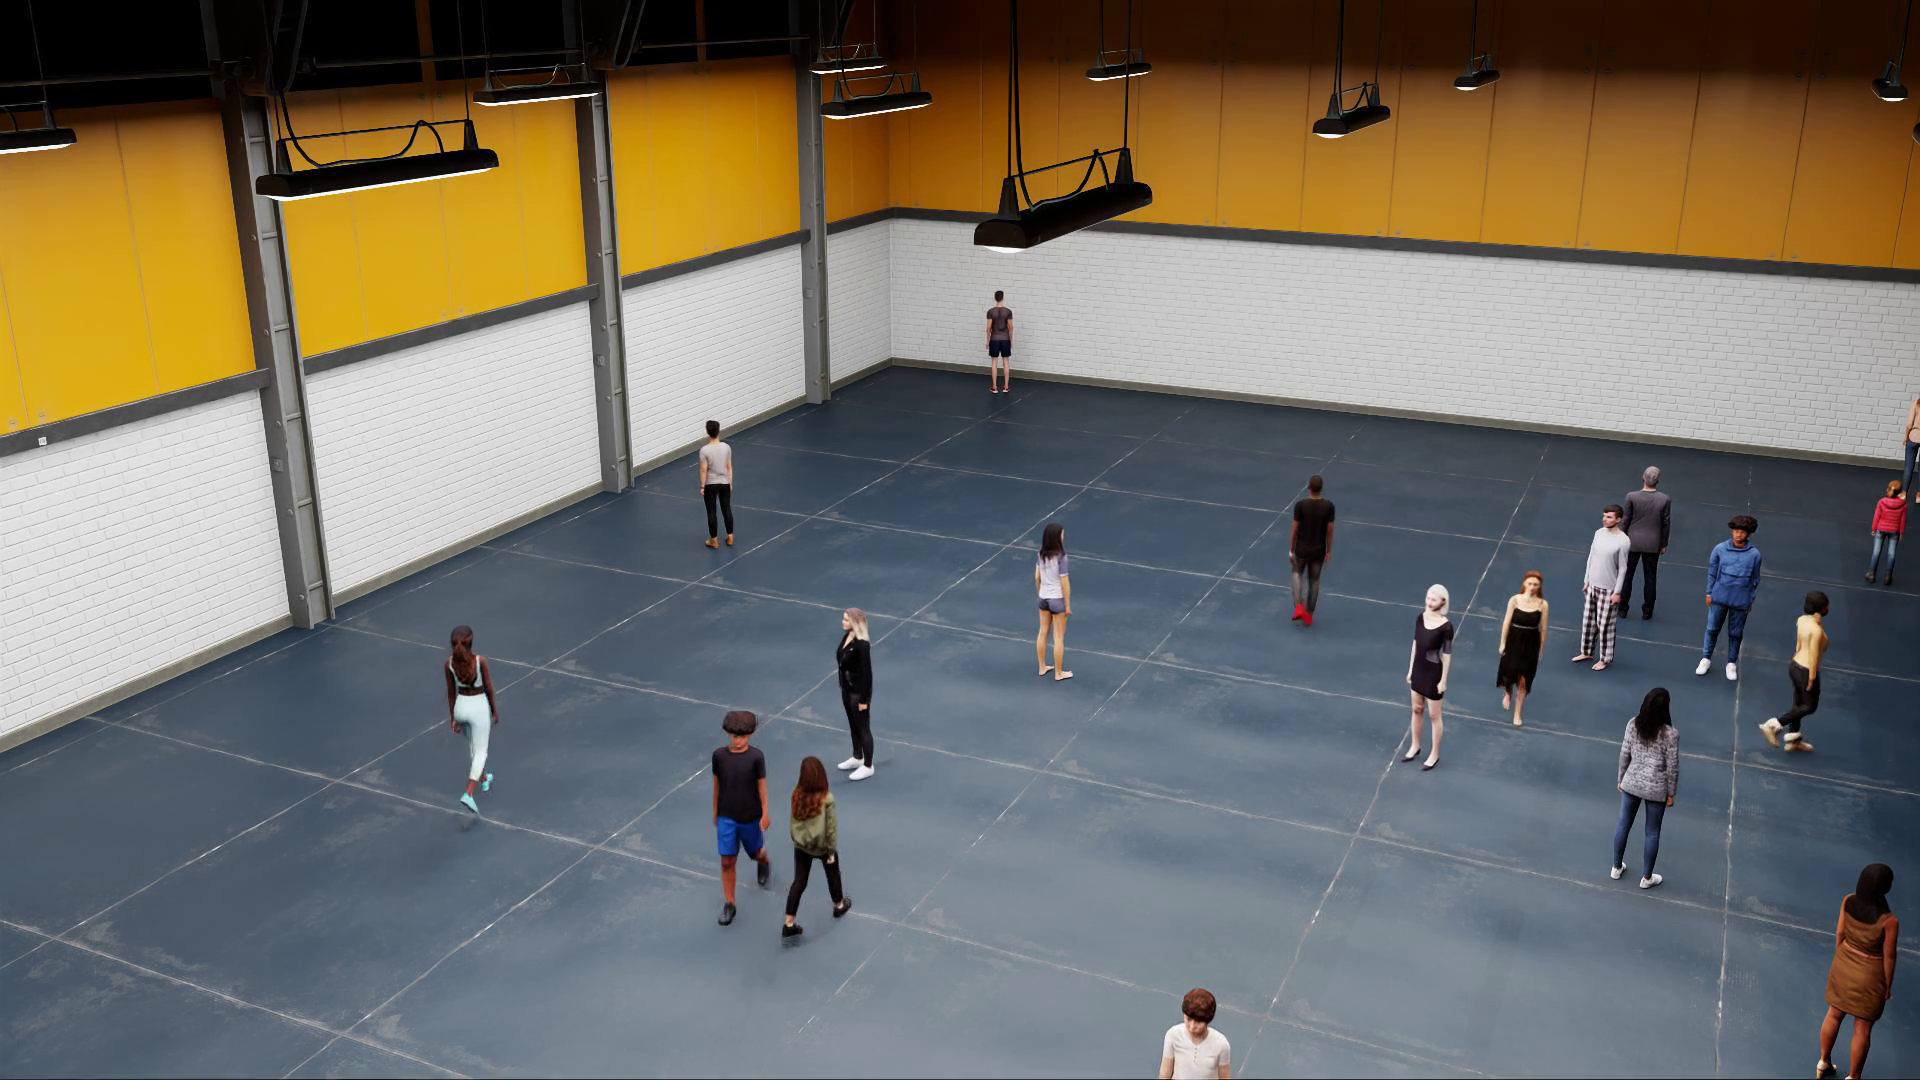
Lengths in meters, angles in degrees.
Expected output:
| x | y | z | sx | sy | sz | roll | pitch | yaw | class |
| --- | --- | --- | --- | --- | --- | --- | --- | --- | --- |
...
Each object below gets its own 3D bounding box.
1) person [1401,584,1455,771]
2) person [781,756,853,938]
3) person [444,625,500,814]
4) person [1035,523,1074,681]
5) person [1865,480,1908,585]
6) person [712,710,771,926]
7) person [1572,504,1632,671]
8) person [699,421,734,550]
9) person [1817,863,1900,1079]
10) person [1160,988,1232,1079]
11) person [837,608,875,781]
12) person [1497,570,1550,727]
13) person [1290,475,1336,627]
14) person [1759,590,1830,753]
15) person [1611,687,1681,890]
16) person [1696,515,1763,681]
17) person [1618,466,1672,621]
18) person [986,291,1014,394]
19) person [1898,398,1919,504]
| x | y | z | sx | sy | sz | roll | pitch | yaw | class |
| --- | --- | --- | --- | --- | --- | --- | --- | --- | --- |
| 4.454 | 1.283 | 15.776 | 0.635 | 1.831 | 0.636 | -13 | 23 | -34 | person |
| -1.189 | 2.425 | 12.996 | 0.577 | 1.441 | 0.962 | 9 | 20 | 24 | person |
| -4.400 | 1.626 | 14.967 | 0.832 | 1.696 | 1.198 | 1 | 19 | 4 | person |
| 0.994 | 0.645 | 17.823 | 0.630 | 1.733 | 0.649 | -17 | 25 | -41 | person |
| 11.560 | -0.108 | 20.714 | 0.502 | 1.316 | 0.468 | 9 | 20 | 24 | person |
| -1.734 | 2.142 | 13.322 | 0.832 | 1.769 | 1.143 | 3 | 19 | 9 | person |
| 7.015 | 0.491 | 18.101 | 0.731 | 1.847 | 0.705 | -10 | 21 | -27 | person |
| -3.214 | -0.741 | 21.971 | 0.657 | 1.712 | 0.745 | -9 | 21 | -26 | person |
| 6.017 | 2.922 | 11.129 | 0.677 | 1.690 | 0.639 | -9 | 21 | -26 | person |
| 1.386 | 3.375 | 9.841 | 0.602 | 1.653 | 0.570 | 5 | 19 | 16 | person |
| -0.956 | 1.424 | 15.585 | 0.729 | 1.685 | 0.698 | -9 | 21 | -26 | person |
| 5.681 | 1.052 | 16.798 | 0.647 | 1.615 | 0.770 | 5 | 19 | 15 | person |
| 4.055 | 0.148 | 19.199 | 0.749 | 1.797 | 0.799 | 2 | 19 | 6 | person |
| 8.077 | 1.287 | 16.073 | 0.820 | 1.634 | 0.832 | 2 | 19 | 5 | person |
| 5.656 | 2.023 | 13.734 | 0.678 | 1.731 | 0.627 | 16 | 25 | 40 | person |
| 8.281 | 0.590 | 17.865 | 0.671 | 1.811 | 0.562 | 9 | 21 | 26 | person |
| 8.002 | 0.023 | 19.505 | 0.766 | 1.839 | 0.644 | 5 | 19 | 14 | person |
| 0.723 | -3.615 | 30.278 | 0.730 | 1.857 | 0.728 | -2 | 19 | -5 | person |
| 13.791 | -1.422 | 23.869 | 0.601 | 1.792 | 0.524 | 7 | 20 | 20 | person |
